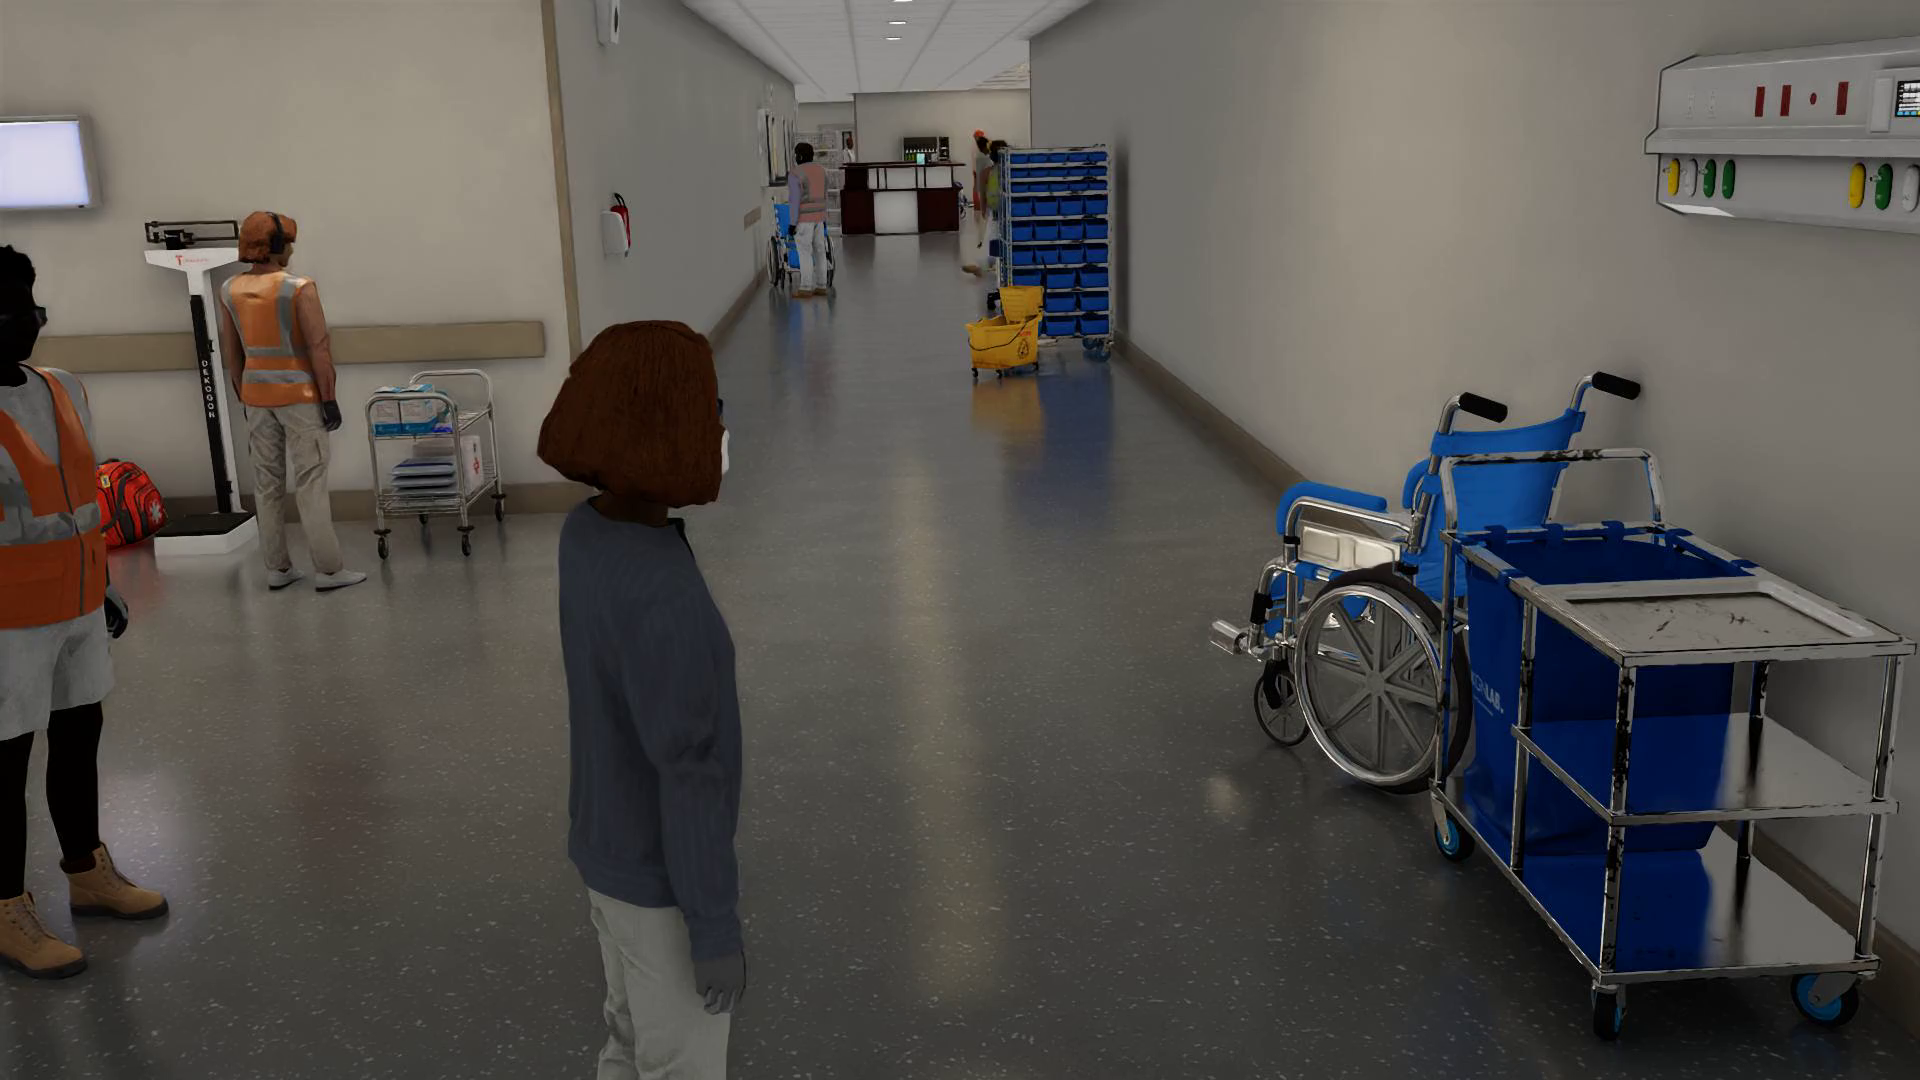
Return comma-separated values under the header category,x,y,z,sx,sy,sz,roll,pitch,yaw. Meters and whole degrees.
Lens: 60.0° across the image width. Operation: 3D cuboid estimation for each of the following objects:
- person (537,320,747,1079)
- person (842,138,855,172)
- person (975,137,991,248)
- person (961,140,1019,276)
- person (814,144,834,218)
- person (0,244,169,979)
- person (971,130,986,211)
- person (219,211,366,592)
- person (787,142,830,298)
category,x,y,z,sx,sy,sz,roll,pitch,yaw
person,-0.431,0.495,2.451,0.264,1.631,0.508,-8,15,-24
person,-3.211,-10.757,48.505,0.354,1.880,0.576,4,15,22
person,0.419,-5.816,27.894,0.336,1.834,0.631,-6,14,-18
person,0.511,-4.399,22.122,0.960,1.790,0.622,-6,14,-18
person,-3.271,-8.672,40.228,0.565,1.749,0.529,-13,18,-39
person,-2.168,0.162,3.892,0.317,1.695,0.540,1,14,12
person,0.487,-9.234,41.570,0.382,1.995,0.612,3,14,17
person,-2.901,-0.583,7.164,0.513,1.639,0.311,3,14,18
person,-1.838,-3.834,19.976,0.429,1.844,0.626,9,17,37
